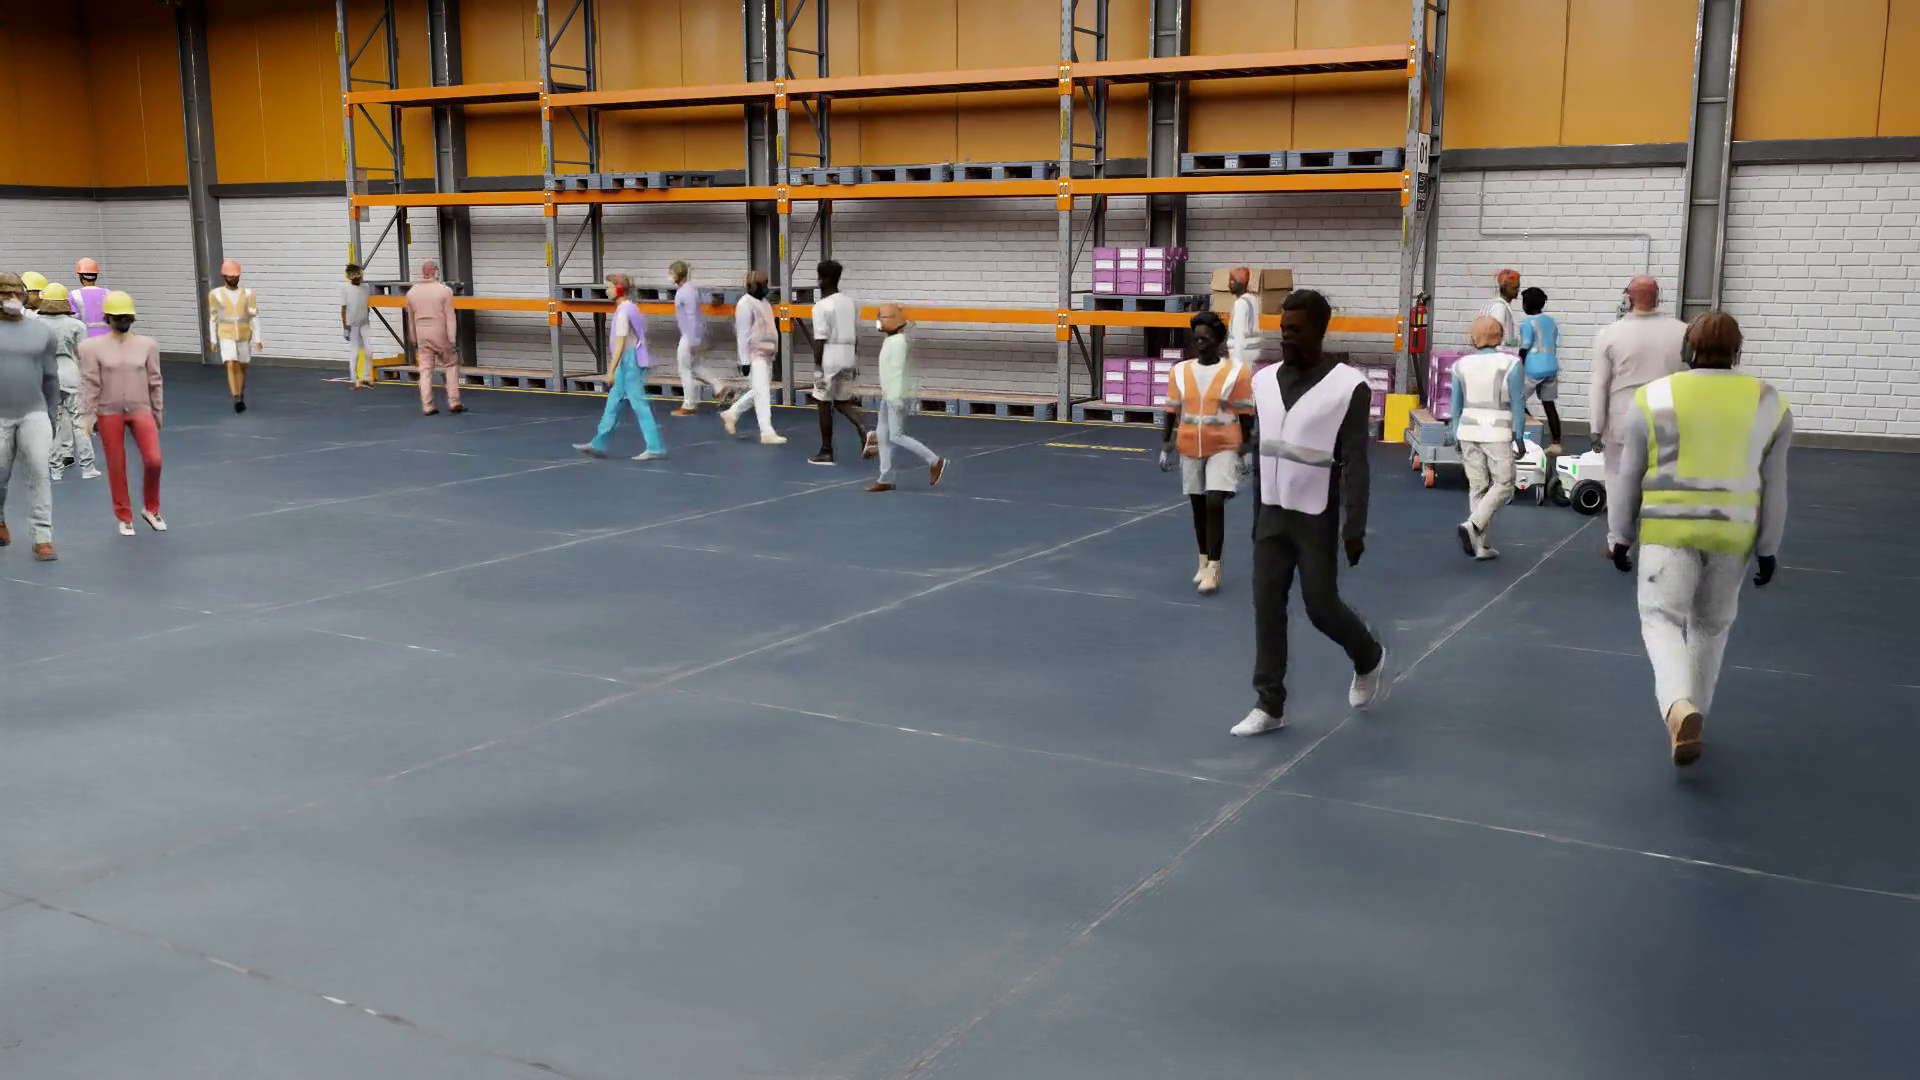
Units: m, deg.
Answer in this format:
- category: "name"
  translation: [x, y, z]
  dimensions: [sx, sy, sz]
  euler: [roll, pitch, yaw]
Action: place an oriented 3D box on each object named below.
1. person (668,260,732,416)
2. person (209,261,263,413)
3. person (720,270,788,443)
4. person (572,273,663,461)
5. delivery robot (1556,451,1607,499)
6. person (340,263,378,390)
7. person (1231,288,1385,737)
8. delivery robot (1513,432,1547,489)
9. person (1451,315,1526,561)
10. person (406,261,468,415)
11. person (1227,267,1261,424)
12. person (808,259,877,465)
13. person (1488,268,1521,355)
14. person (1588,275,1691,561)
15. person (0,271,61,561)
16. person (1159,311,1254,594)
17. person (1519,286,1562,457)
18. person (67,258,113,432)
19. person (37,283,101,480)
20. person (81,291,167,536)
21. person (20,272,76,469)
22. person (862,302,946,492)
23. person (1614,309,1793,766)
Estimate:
- category: "person"
  translation: [-3.199, -2.461, 20.299]
  dimensions: [0.673, 1.912, 0.658]
  euler: [-2, 10, -11]
- category: "person"
  translation: [-9.022, -2.530, 20.766]
  dimensions: [0.563, 1.877, 1.019]
  euler: [-7, 12, -33]
- category: "person"
  translation: [-2.205, -1.931, 17.564]
  dimensions: [0.746, 1.825, 0.630]
  euler: [3, 10, 14]
- category: "person"
  translation: [-3.315, -1.647, 15.995]
  dimensions: [0.939, 1.801, 0.593]
  euler: [-2, 10, -8]
- category: "delivery robot"
  translation: [5.057, -0.542, 13.004]
  dimensions: [0.707, 0.478, 0.477]
  euler: [-1, 10, -4]
- category: "person"
  translation: [-8.694, -3.067, 23.949]
  dimensions: [0.533, 1.829, 0.536]
  euler: [9, 13, 40]
- category: "person"
  translation: [1.514, -0.122, 7.112]
  dimensions: [0.791, 1.897, 0.595]
  euler: [-8, 13, -39]
- category: "delivery robot"
  translation: [4.580, -0.638, 13.546]
  dimensions: [0.477, 0.478, 0.707]
  euler: [3, 10, 16]
- category: "person"
  translation: [3.399, -0.647, 10.832]
  dimensions: [0.482, 1.616, 0.541]
  euler: [-9, 13, -41]
- category: "person"
  translation: [-6.424, -2.493, 20.541]
  dimensions: [0.682, 1.882, 0.735]
  euler: [2, 10, 13]
- category: "person"
  translation: [3.044, -1.928, 17.440]
  dimensions: [0.752, 1.862, 0.577]
  euler: [4, 11, 22]
- category: "person"
  translation: [-1.136, -1.659, 15.646]
  dimensions: [0.645, 1.950, 0.632]
  euler: [8, 13, 38]
- category: "person"
  translation: [5.209, -1.724, 16.285]
  dimensions: [0.831, 1.868, 0.602]
  euler: [4, 11, 22]
- category: "person"
  translation: [4.386, -0.753, 10.707]
  dimensions: [0.671, 1.886, 0.637]
  euler: [1, 10, 7]
- category: "person"
  translation: [-6.331, -0.834, 11.102]
  dimensions: [0.631, 1.918, 0.881]
  euler: [-9, 14, -42]
- category: "person"
  translation: [1.440, -0.518, 9.938]
  dimensions: [0.553, 1.668, 0.693]
  euler: [5, 11, 28]
- category: "person"
  translation: [5.674, -1.638, 16.299]
  dimensions: [0.570, 1.671, 0.430]
  euler: [-8, 13, -38]
- category: "person"
  translation: [-9.708, -2.183, 18.648]
  dimensions: [0.377, 1.938, 0.547]
  euler: [9, 14, 42]
- category: "person"
  translation: [-7.990, -1.408, 14.805]
  dimensions: [0.487, 1.744, 0.312]
  euler: [-3, 10, -16]
- category: "person"
  translation: [-5.956, -0.890, 11.868]
  dimensions: [0.542, 1.755, 0.416]
  euler: [-7, 12, -35]
- category: "person"
  translation: [-8.536, -1.571, 15.479]
  dimensions: [0.602, 1.830, 0.404]
  euler: [3, 10, 16]
- category: "person"
  translation: [-0.482, -1.194, 13.993]
  dimensions: [0.629, 1.615, 0.495]
  euler: [-2, 10, -14]
- category: "person"
  translation: [2.949, -0.003, 6.625]
  dimensions: [0.626, 1.821, 0.762]
  euler: [2, 10, 12]
